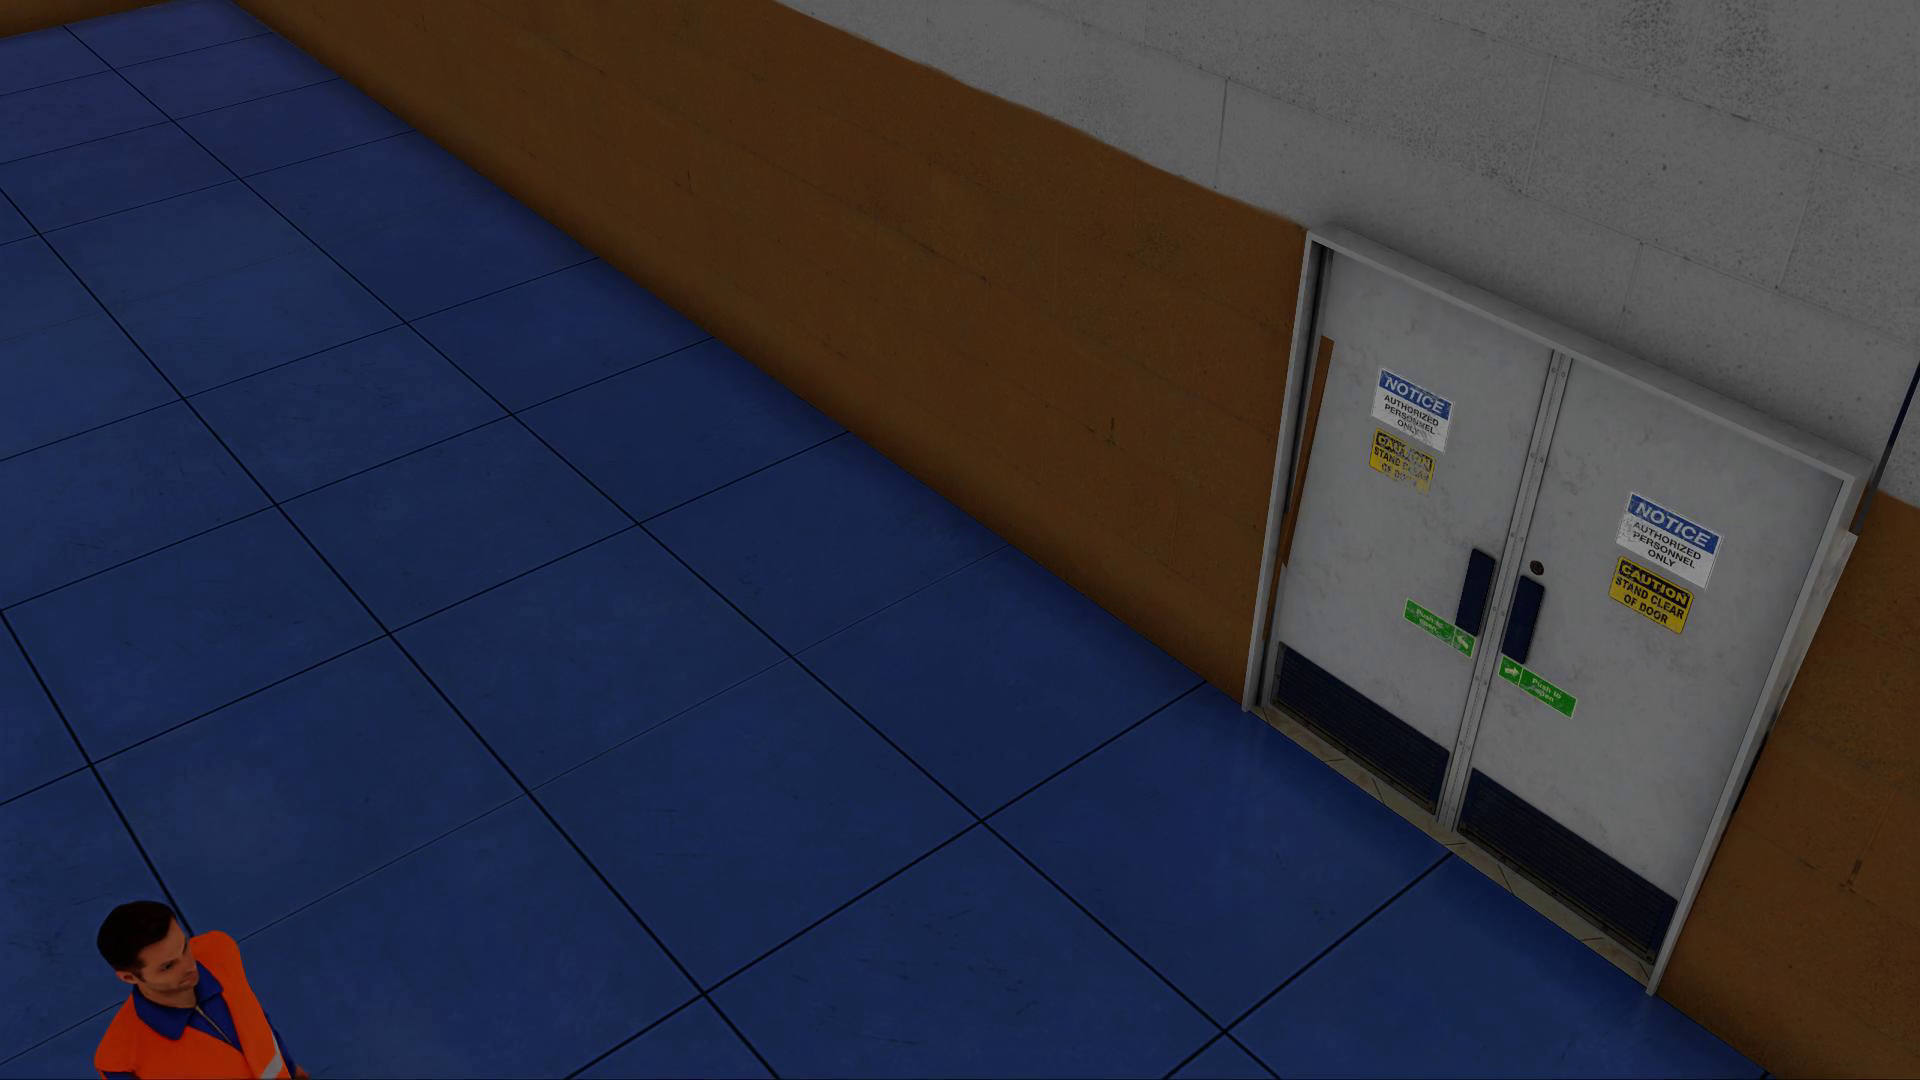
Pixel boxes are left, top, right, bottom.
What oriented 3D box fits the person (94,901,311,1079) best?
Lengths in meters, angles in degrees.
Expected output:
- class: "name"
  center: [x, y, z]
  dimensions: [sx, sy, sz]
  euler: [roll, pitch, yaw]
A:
- class: "person"
  center: [-1.990, 1.628, 4.552]
  dimensions: [0.850, 1.864, 0.771]
  euler: [6, 37, 8]
